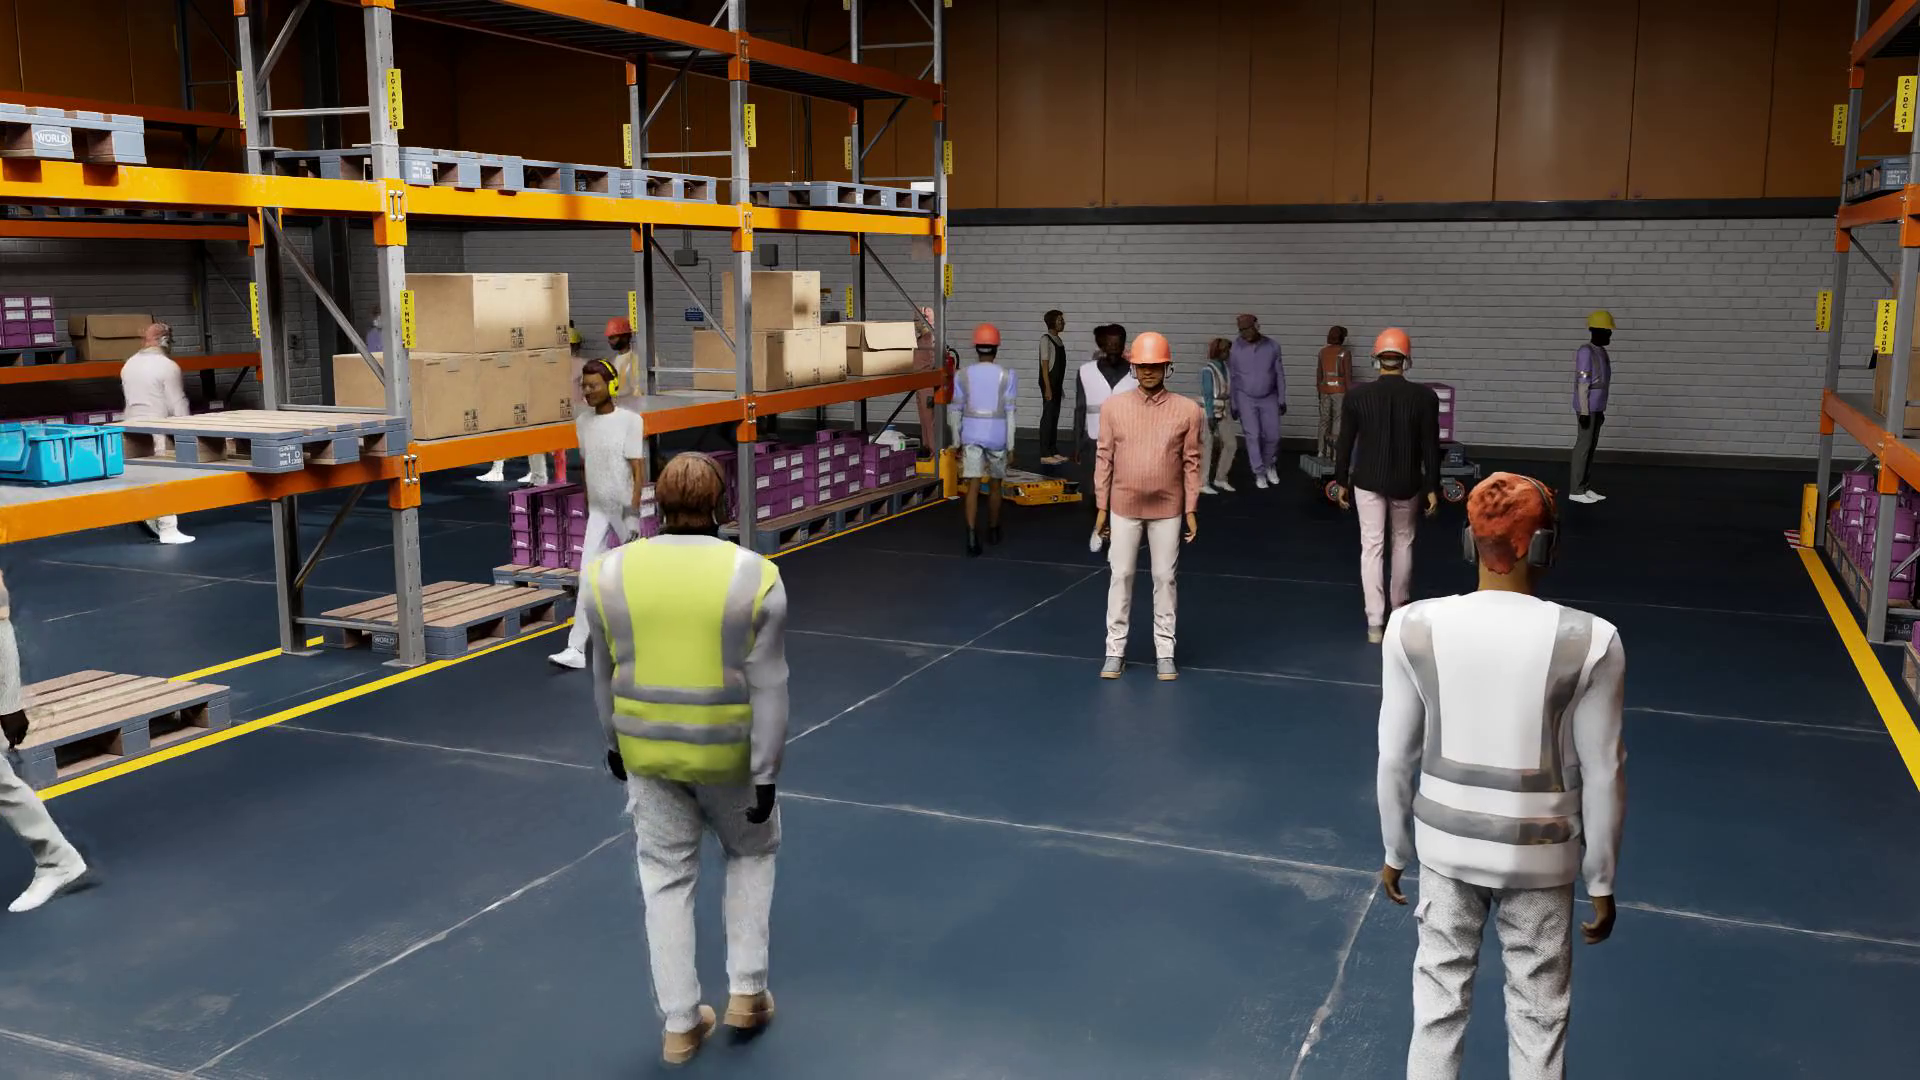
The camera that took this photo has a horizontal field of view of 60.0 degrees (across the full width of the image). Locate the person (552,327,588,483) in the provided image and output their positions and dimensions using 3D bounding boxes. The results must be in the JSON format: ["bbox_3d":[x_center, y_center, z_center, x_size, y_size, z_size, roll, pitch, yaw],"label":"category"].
[{"bbox_3d":[-3.976,-1.279,16.877,0.549,1.738,0.710,6,11,33],"label":"person"}]

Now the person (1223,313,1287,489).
[{"bbox_3d":[3.149,-1.466,17.645,0.716,1.868,0.400,-1,9,-6],"label":"person"}]

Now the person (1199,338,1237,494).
[{"bbox_3d":[2.674,-1.267,17.176,0.485,1.621,0.538,8,12,39],"label":"person"}]

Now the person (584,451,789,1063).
[{"bbox_3d":[-0.800,0.635,5.041,0.628,1.823,0.557,1,9,4],"label":"person"}]

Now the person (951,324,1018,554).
[{"bbox_3d":[0.196,-0.845,13.817,0.557,1.899,0.971,1,9,8],"label":"person"}]

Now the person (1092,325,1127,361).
[{"bbox_3d":[1.721,-1.686,19.571,0.630,1.660,0.591,-8,12,-39],"label":"person"}]

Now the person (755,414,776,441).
[{"bbox_3d":[-2.722,-2.341,22.578,0.393,1.993,0.618,2,10,13],"label":"person"}]

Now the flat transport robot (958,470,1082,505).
[{"bbox_3d":[0.565,-0.549,16.917,0.652,0.197,1.431,-6,11,-31],"label":"flat transport robot"}]

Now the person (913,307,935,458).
[{"bbox_3d":[-0.390,-1.690,18.907,0.405,1.903,0.636,-2,10,-14],"label":"person"}]

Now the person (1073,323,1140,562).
[{"bbox_3d":[1.219,-0.782,13.367,0.613,1.908,0.440,1,9,5],"label":"person"}]

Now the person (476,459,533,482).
[{"bbox_3d":[-4.928,-1.512,18.064,0.828,1.831,0.484,-7,12,-38],"label":"person"}]

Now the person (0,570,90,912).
[{"bbox_3d":[-3.528,0.486,5.794,0.602,1.884,0.994,6,11,30],"label":"person"}]

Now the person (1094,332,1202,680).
[{"bbox_3d":[1.066,-0.187,9.511,0.608,1.996,0.379,1,9,8],"label":"person"}]

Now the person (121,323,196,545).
[{"bbox_3d":[-6.815,-0.900,14.185,0.755,1.878,0.436,5,11,27],"label":"person"}]

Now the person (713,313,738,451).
[{"bbox_3d":[-2.497,-1.710,18.601,0.692,2.000,0.709,4,10,25],"label":"person"}]

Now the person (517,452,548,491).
[{"bbox_3d":[-4.456,-1.377,17.247,0.403,1.825,0.586,-4,10,-24],"label":"person"}]

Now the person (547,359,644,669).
[{"bbox_3d":[-2.076,-0.156,9.858,0.543,1.818,0.968,4,10,21],"label":"person"}]

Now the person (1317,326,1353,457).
[{"bbox_3d":[4.567,-1.787,20.289,0.310,1.636,0.523,-7,12,-36],"label":"person"}]

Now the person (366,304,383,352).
[{"bbox_3d":[-6.969,-1.945,20.455,0.629,1.911,0.821,4,10,23],"label":"person"}]

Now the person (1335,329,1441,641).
[{"bbox_3d":[2.758,-0.375,10.745,0.653,1.955,0.933,2,10,15],"label":"person"}]

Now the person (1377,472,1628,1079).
[{"bbox_3d":[1.295,0.774,4.019,0.572,1.886,0.353,5,11,29],"label":"person"}]

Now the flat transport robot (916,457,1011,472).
[{"bbox_3d":[-0.056,-0.759,18.189,0.652,0.197,1.431,-5,11,-29],"label":"flat transport robot"}]

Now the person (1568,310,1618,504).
[{"bbox_3d":[6.352,-1.334,16.671,0.379,1.925,0.594,7,12,35],"label":"person"}]

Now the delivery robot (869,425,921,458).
[{"bbox_3d":[-0.781,-1.067,18.917,0.477,0.478,0.707,-9,13,-44],"label":"delivery robot"}]

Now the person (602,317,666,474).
[{"bbox_3d":[-3.203,-1.248,16.325,0.564,1.880,1.042,9,13,44],"label":"person"}]

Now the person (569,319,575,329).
[{"bbox_3d":[-5.362,-2.143,22.379,0.853,1.662,0.530,0,9,2],"label":"person"}]

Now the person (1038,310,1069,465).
[{"bbox_3d":[1.121,-1.826,19.899,0.345,1.847,0.508,4,10,21],"label":"person"}]
